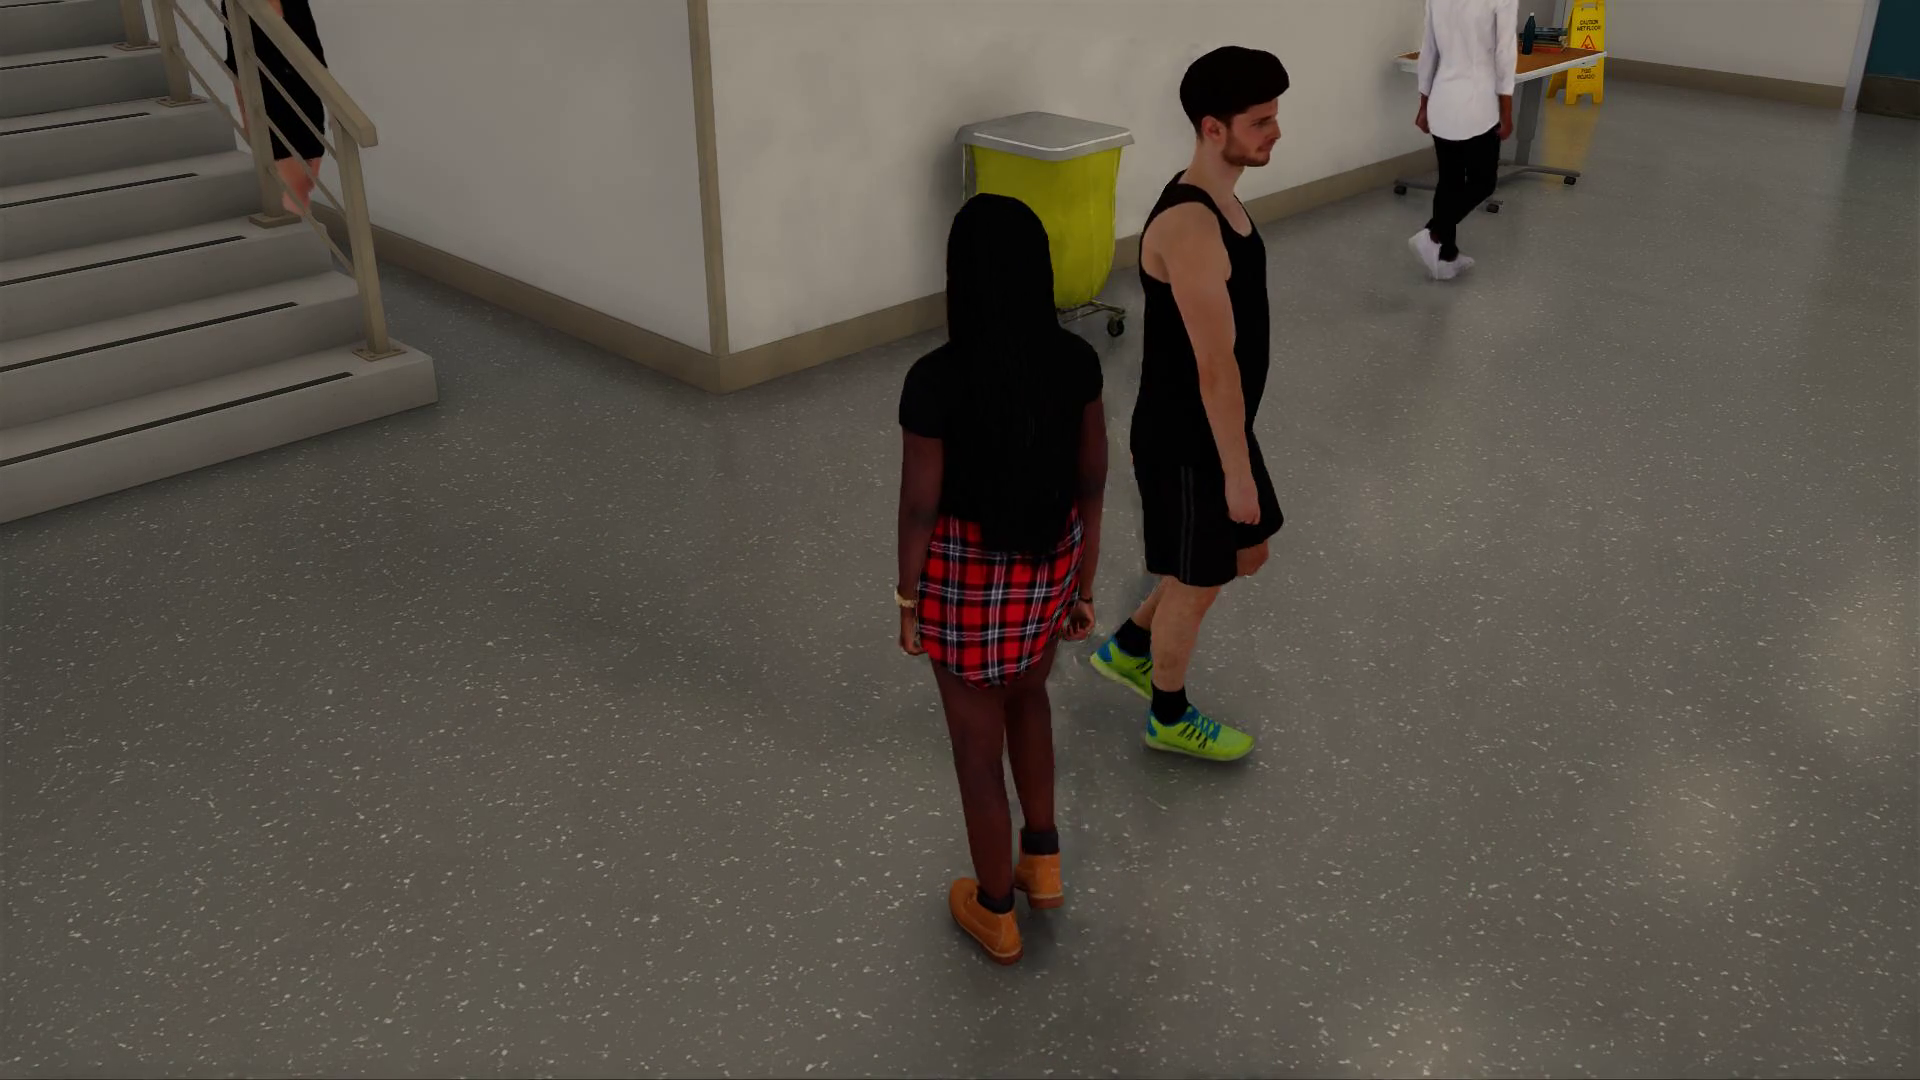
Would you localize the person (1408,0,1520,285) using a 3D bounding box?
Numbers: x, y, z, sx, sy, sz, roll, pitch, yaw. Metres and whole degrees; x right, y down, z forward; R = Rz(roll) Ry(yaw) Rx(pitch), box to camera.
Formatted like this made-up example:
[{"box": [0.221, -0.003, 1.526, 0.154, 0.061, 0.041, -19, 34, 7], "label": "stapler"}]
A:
[{"box": [2.403, -2.097, 8.020, 0.710, 1.794, 0.829, -23, 34, -39], "label": "person"}]

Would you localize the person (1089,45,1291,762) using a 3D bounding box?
[{"box": [0.509, -0.267, 4.135, 0.889, 1.873, 0.842, 5, 26, 10], "label": "person"}]

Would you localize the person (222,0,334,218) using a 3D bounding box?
[{"box": [-3.300, -2.061, 8.087, 0.611, 1.672, 1.007, -22, 33, -37], "label": "person"}]

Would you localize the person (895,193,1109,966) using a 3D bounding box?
[{"box": [0.131, 0.164, 3.416, 0.668, 1.721, 0.667, -13, 29, -26], "label": "person"}]
